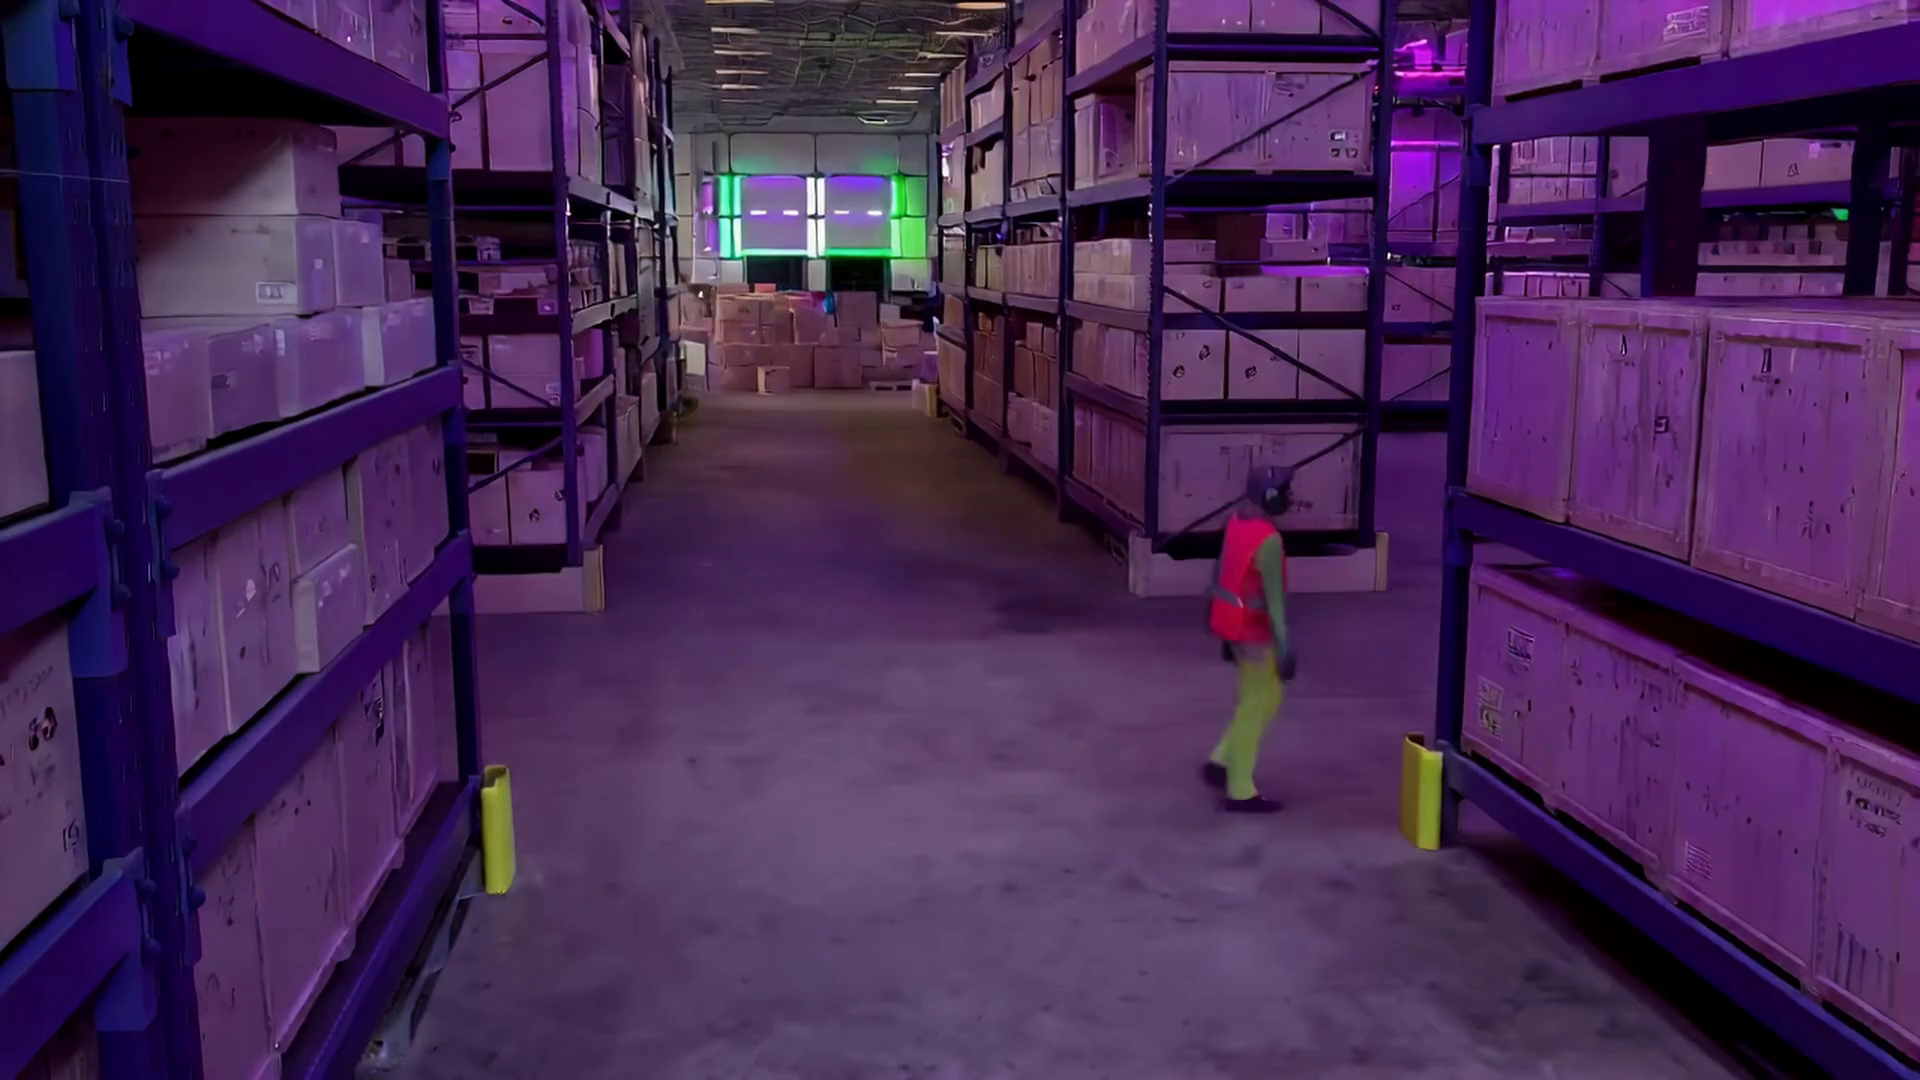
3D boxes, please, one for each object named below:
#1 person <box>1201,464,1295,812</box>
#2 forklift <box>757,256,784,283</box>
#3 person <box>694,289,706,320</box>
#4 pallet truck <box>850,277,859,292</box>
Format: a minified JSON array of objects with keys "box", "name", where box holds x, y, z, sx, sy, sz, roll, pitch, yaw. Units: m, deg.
[{"box":[1.528,0.519,8.605,0.446,1.831,0.586,-1,10,-5],"name":"person"},{"box":[-6.951,-9.037,61.177,1.129,2.768,1.873,-7,12,-34],"name":"forklift"},{"box":[-7.477,-6.191,47.432,0.787,1.915,0.634,1,10,4],"name":"person"},{"box":[-3.782,-9.391,65.808,1.885,1.965,0.823,2,10,10],"name":"pallet truck"}]
